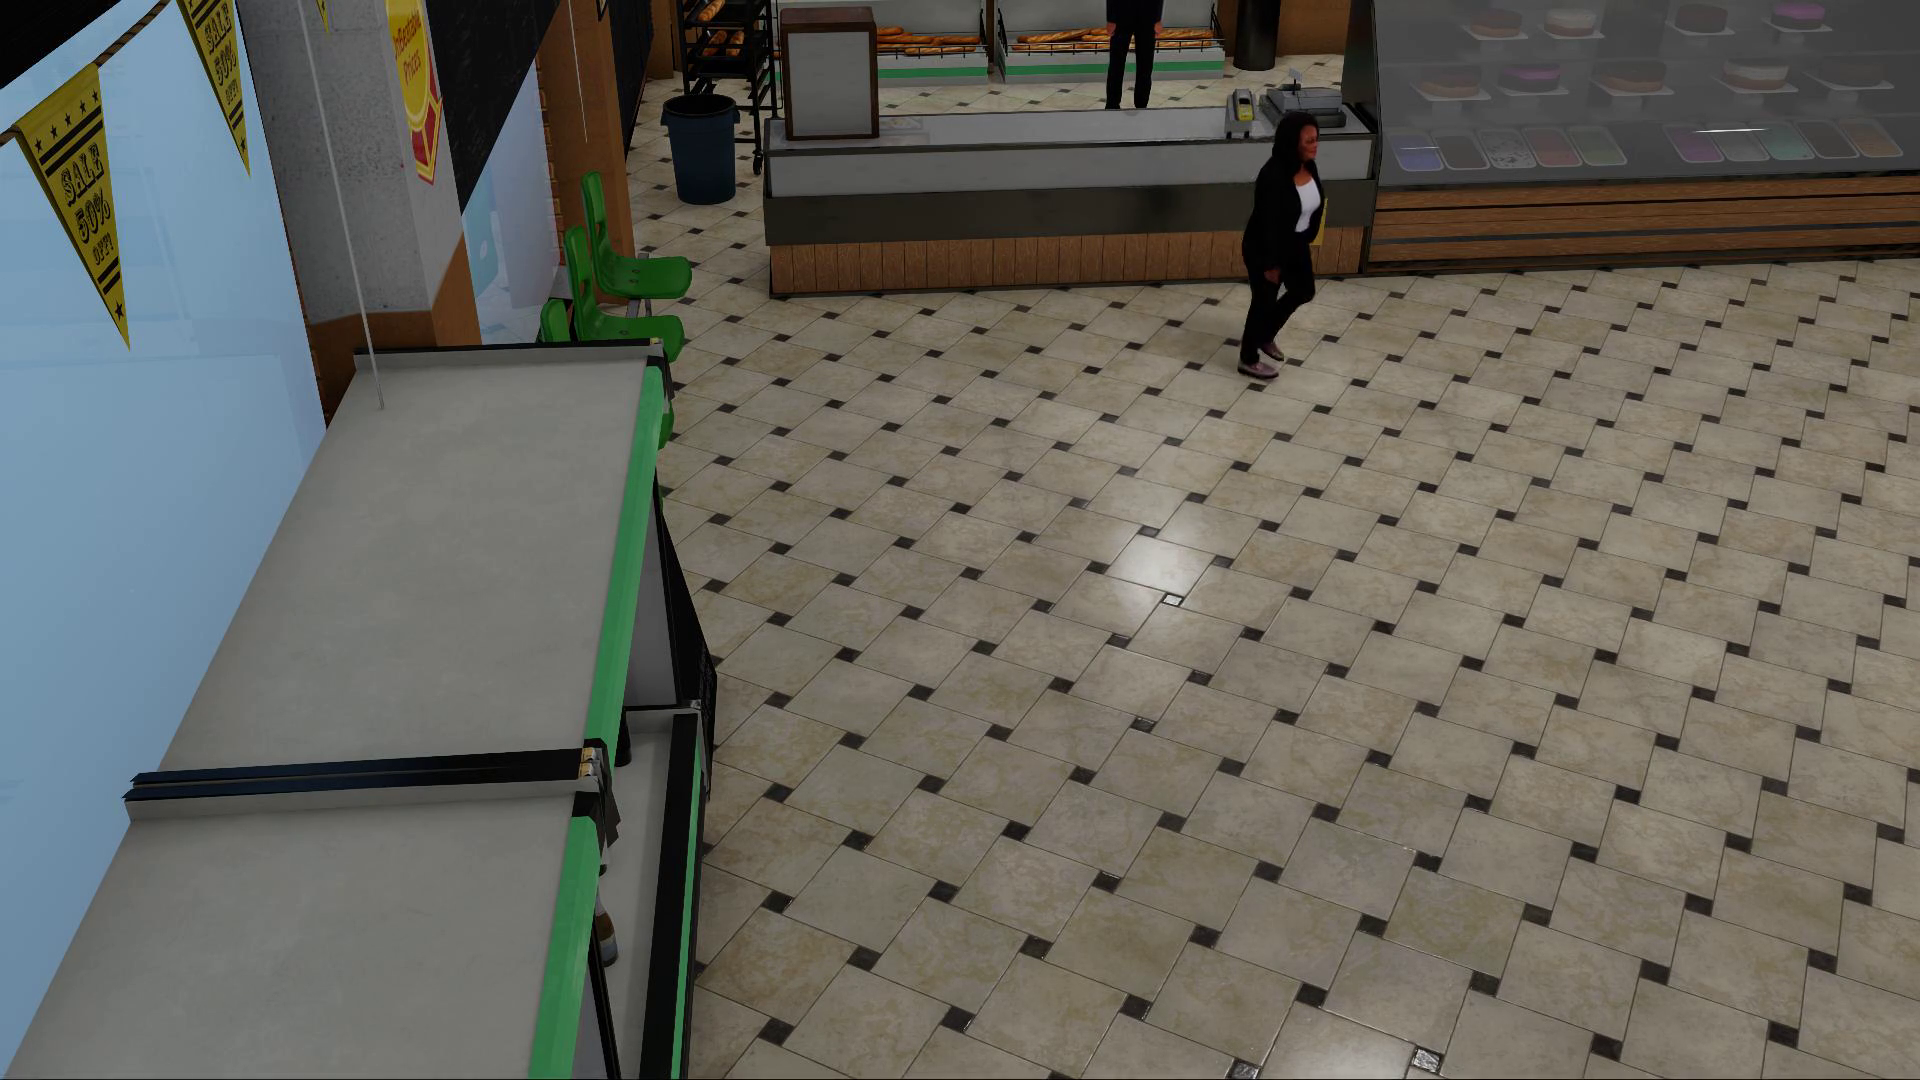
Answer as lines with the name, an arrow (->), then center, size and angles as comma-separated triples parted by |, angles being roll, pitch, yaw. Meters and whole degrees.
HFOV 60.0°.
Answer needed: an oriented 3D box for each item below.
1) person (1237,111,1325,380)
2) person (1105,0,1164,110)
person -> 1.767, -1.709, 9.648 | 0.822, 1.606, 0.761 | 23, 39, 32
person -> 1.419, -4.247, 13.479 | 0.610, 1.868, 0.566 | -3, 32, -4
